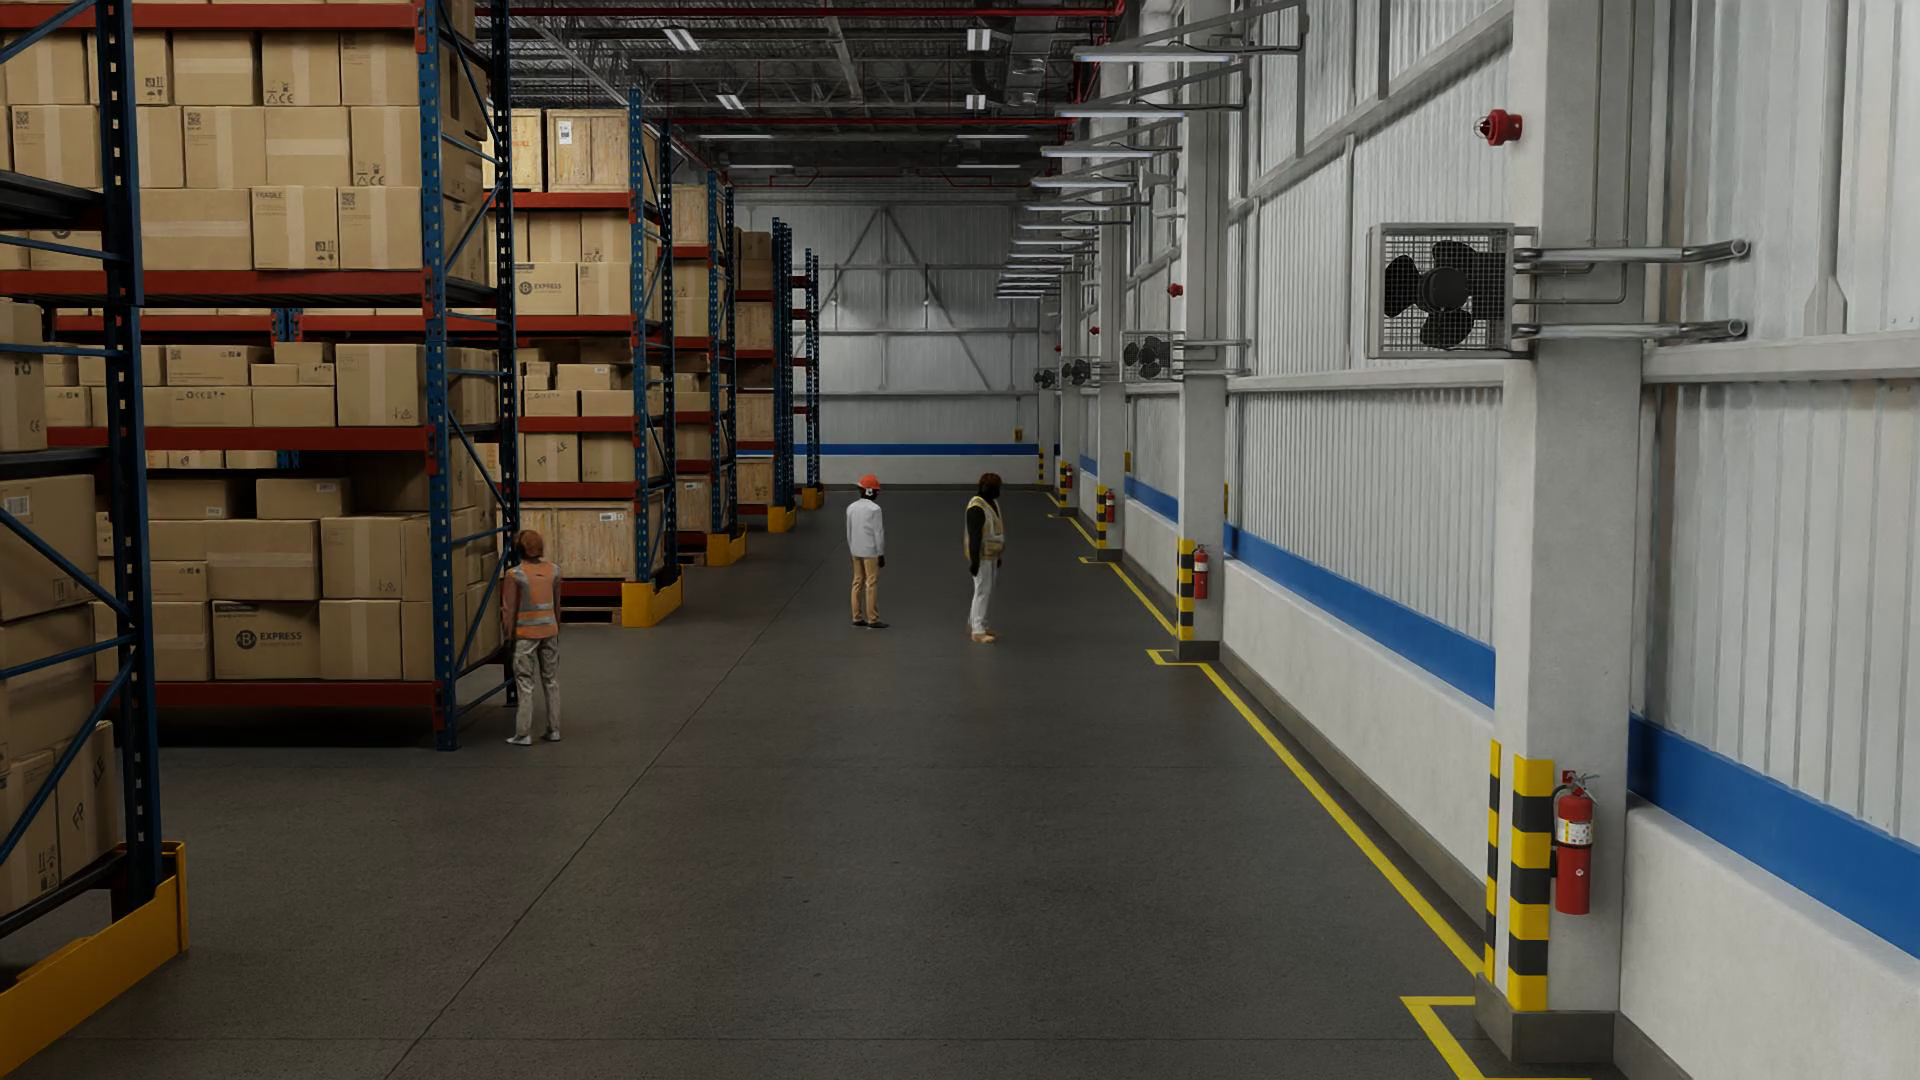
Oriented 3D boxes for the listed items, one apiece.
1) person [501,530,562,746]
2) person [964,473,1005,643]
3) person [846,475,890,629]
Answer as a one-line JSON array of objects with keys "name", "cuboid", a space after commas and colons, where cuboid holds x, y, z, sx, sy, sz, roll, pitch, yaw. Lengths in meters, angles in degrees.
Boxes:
[{"name": "person", "cuboid": [-3.218, 0.736, 12.540, 0.316, 1.633, 0.521, 4, 6, 40]}, {"name": "person", "cuboid": [0.223, 0.186, 17.885, 0.531, 1.822, 0.784, 1, 5, 17]}, {"name": "person", "cuboid": [-1.040, 0.135, 18.879, 0.338, 1.743, 0.560, -5, 7, -44]}]
